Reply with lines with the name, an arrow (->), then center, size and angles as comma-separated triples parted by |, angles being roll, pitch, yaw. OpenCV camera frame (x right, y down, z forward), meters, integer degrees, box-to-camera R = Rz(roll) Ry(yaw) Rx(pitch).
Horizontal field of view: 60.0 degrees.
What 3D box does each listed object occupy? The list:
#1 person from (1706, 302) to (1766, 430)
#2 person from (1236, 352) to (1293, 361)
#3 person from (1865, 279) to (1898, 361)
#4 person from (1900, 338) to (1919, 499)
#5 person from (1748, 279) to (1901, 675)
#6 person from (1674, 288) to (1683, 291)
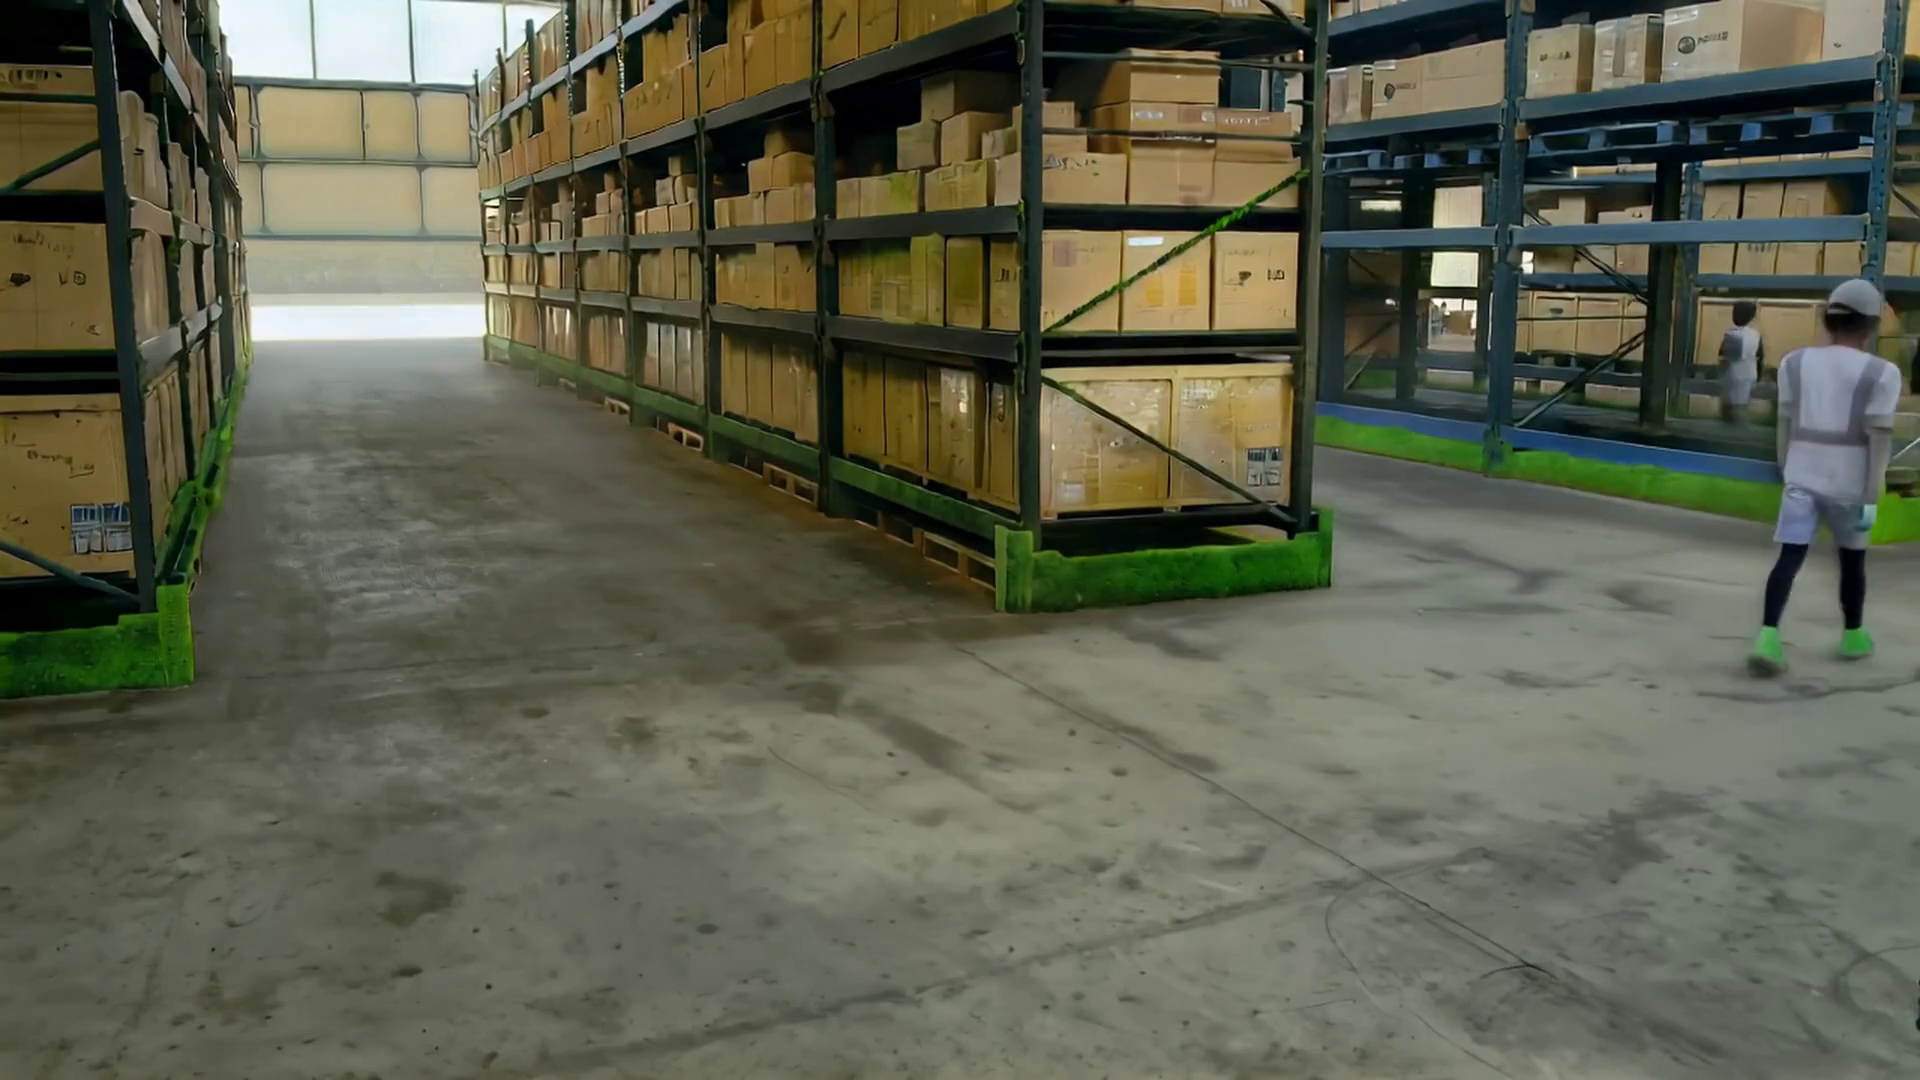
person -> 8.303, -1.716, 17.793 | 0.543, 1.646, 0.865 | -4, 10, -23
person -> 2.709, -1.287, 14.536 | 0.631, 1.879, 1.028 | -1, 10, -5
person -> 9.768, -1.868, 18.006 | 0.400, 1.900, 0.636 | -3, 10, -17
person -> 8.494, -1.286, 14.516 | 0.403, 1.907, 0.655 | 9, 13, 42
person -> 4.391, -0.315, 8.407 | 1.041, 2.000, 0.609 | -8, 13, -41
person -> 16.427, -5.169, 37.785 | 1.017, 1.890, 0.641 | 2, 10, 9
